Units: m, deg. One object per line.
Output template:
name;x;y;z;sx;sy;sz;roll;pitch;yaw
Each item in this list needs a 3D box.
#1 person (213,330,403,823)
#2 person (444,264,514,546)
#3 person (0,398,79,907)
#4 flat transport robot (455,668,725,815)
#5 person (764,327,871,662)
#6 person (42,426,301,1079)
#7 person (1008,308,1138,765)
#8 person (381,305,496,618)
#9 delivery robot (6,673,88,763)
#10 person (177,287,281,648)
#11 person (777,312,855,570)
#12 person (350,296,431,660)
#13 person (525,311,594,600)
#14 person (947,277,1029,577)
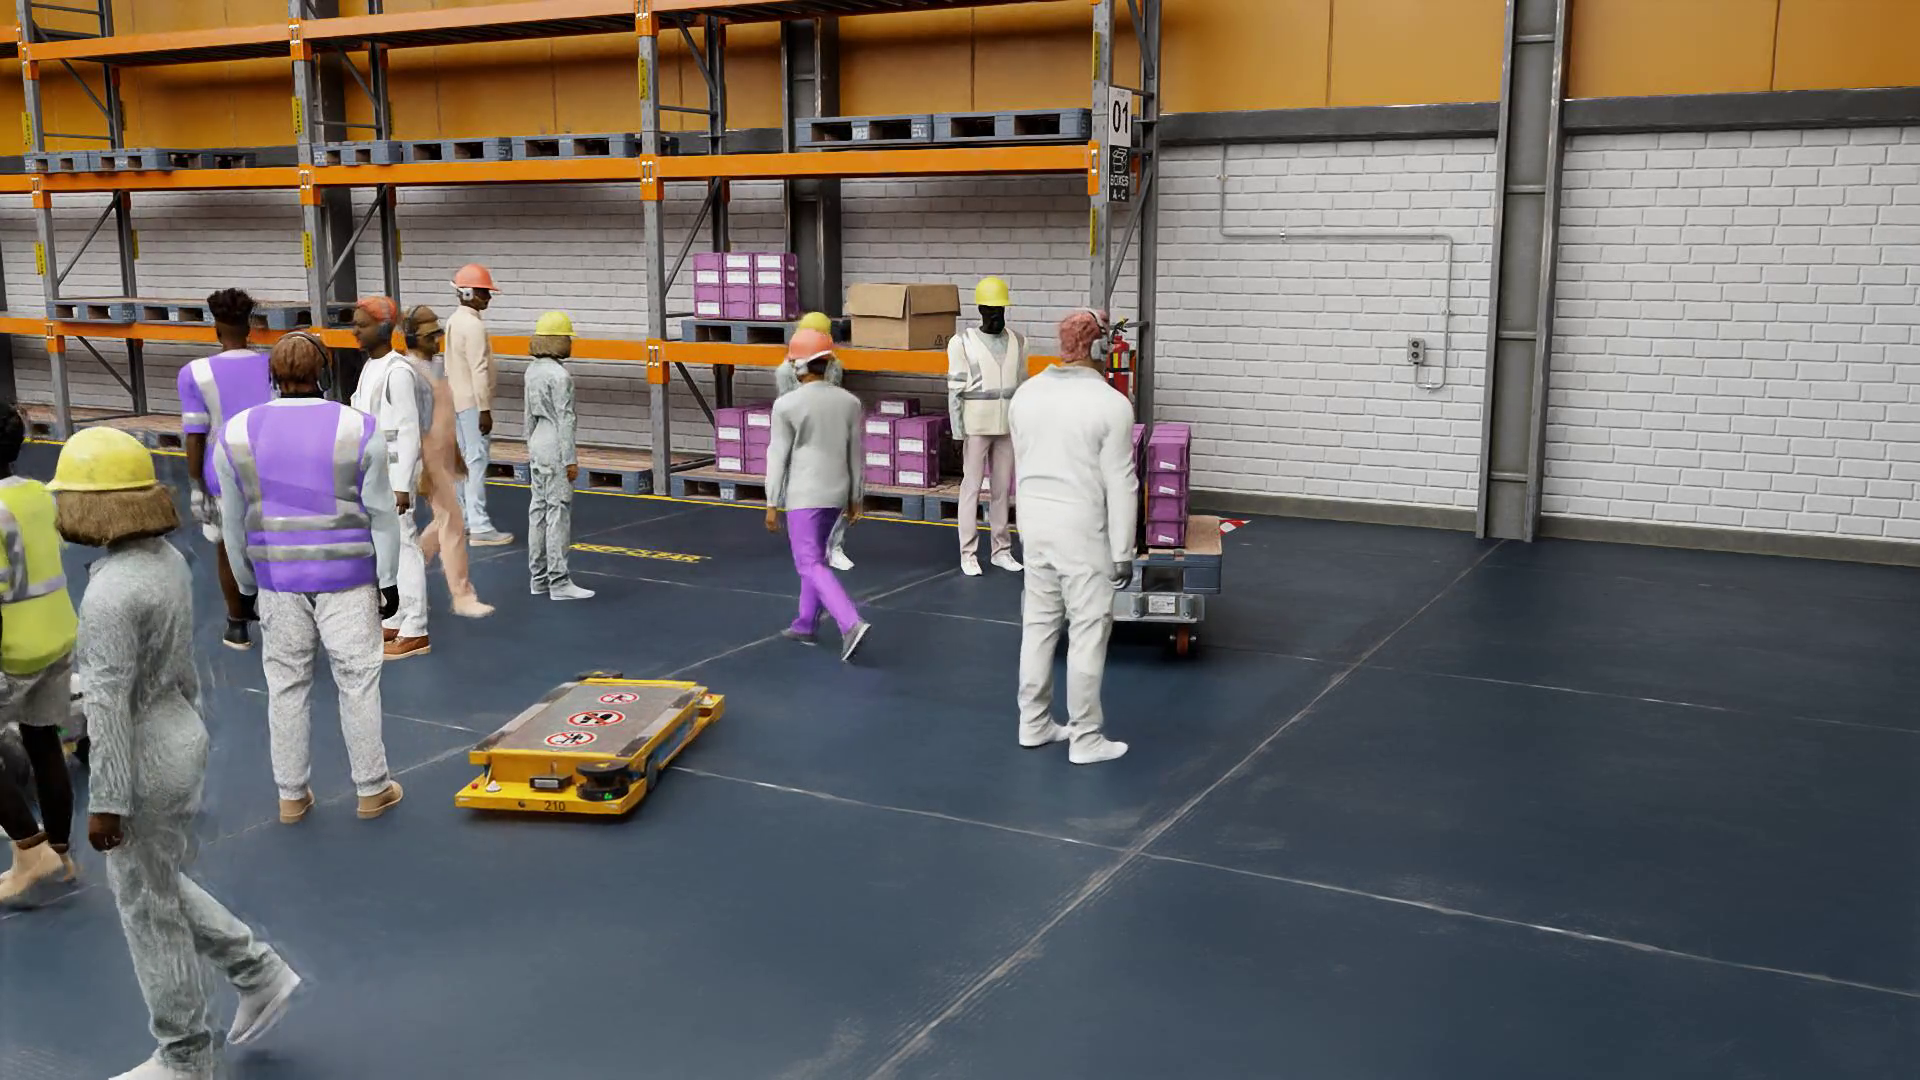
person;-2.399;0.146;6.215;0.625;1.846;0.429;-1;10;-7
person;-3.467;-0.962;11.880;0.392;1.991;0.612;-7;12;-32
person;-3.104;0.363;5.450;0.357;1.686;0.544;0;10;0
flat transport robot;-1.484;0.807;6.901;0.652;0.197;1.431;1;10;8
person;-0.728;-0.244;8.683;0.577;1.728;0.794;-10;14;-44
person;-2.026;0.575;4.190;0.409;1.731;0.486;-2;11;-11
person;0.491;-0.013;6.956;0.640;1.899;0.398;10;14;43
person;-3.025;-0.430;9.491;0.649;1.808;0.594;-1;10;-4
delivery robot;-3.891;0.644;6.762;0.707;0.478;0.477;5;11;23
person;-3.677;-0.336;8.608;0.609;1.937;0.889;-8;13;-36
person;-0.938;-0.640;10.902;0.506;1.690;0.725;-6;12;-29
person;-2.990;-0.324;8.679;0.347;1.882;0.584;-7;13;-35
person;-2.453;-0.512;10.102;0.323;1.741;0.490;-8;13;-39
person;0.202;-0.733;10.804;0.588;1.927;0.371;-6;12;-29
